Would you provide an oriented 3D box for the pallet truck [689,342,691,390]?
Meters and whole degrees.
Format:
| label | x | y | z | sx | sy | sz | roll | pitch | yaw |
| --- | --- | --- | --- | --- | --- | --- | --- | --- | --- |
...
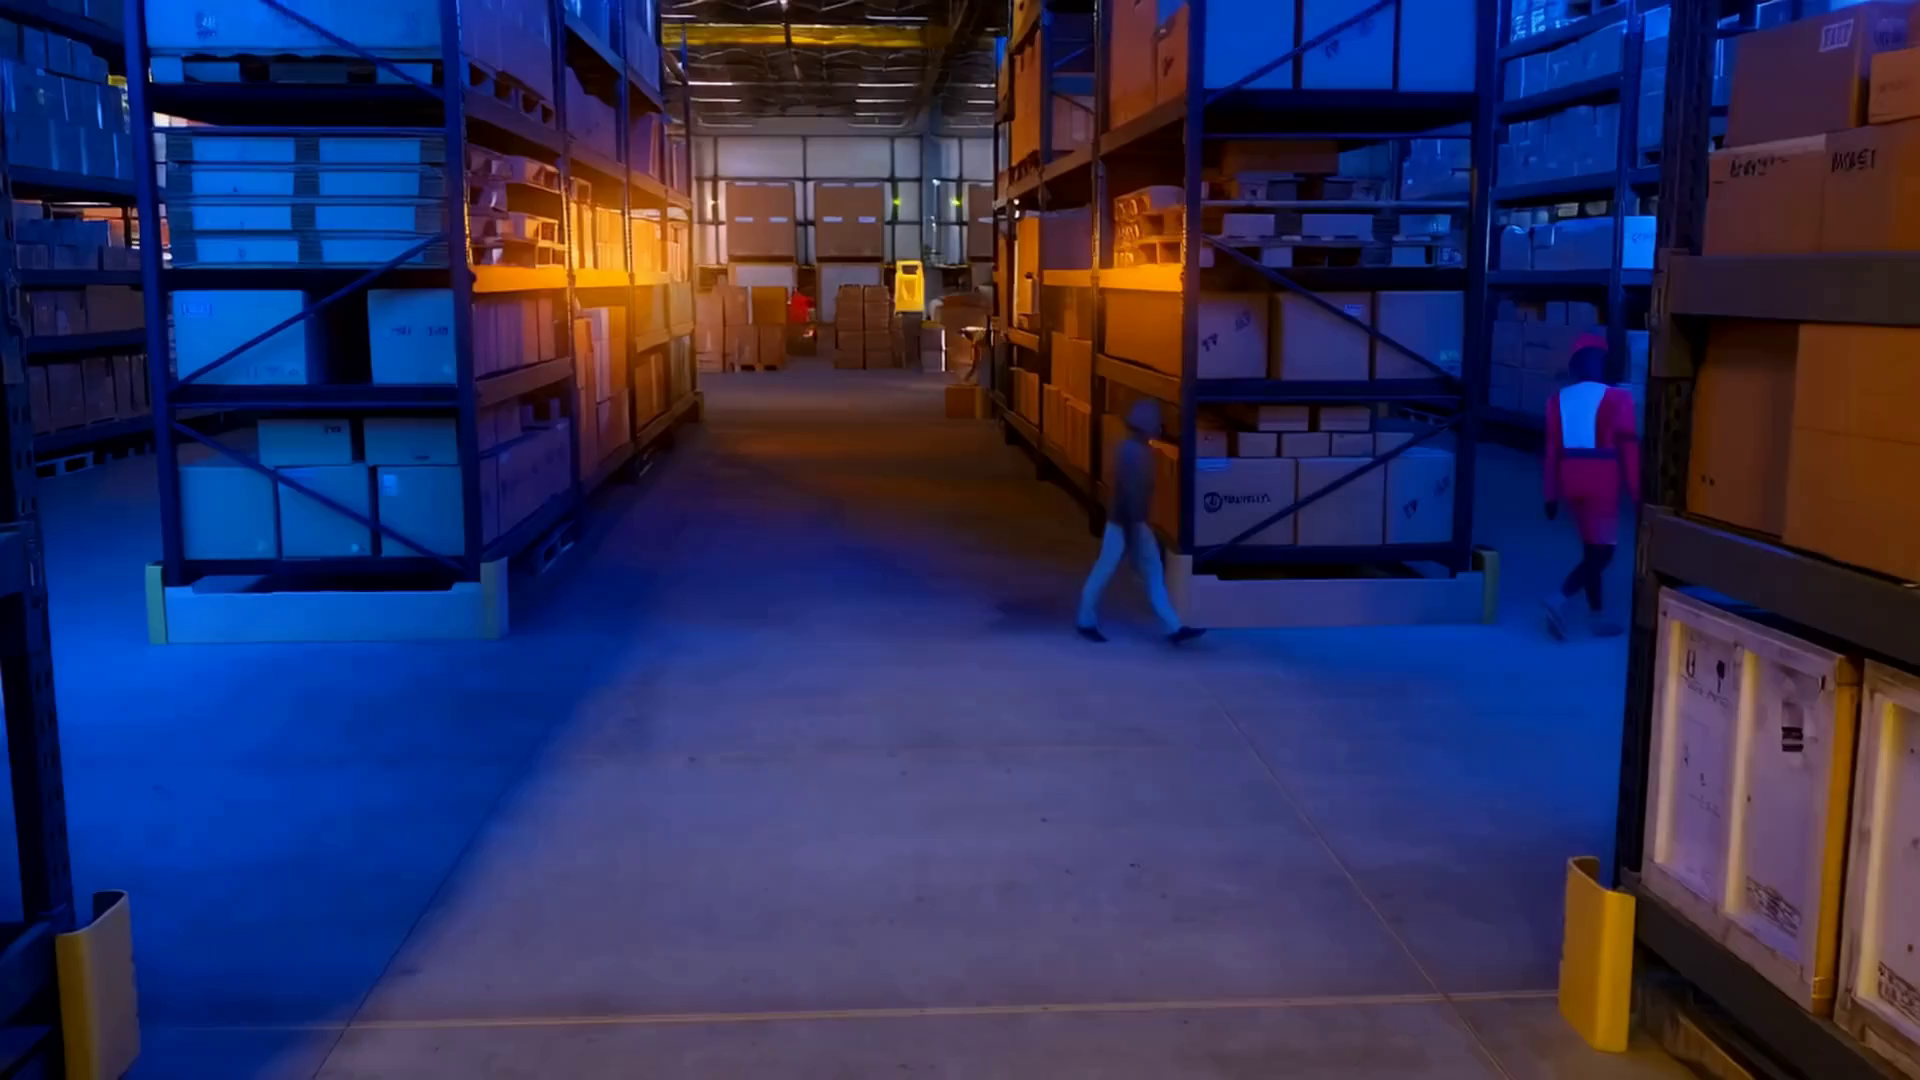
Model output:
| label | x | y | z | sx | sy | sz | roll | pitch | yaw |
| --- | --- | --- | --- | --- | --- | --- | --- | --- | --- |
| pallet truck | -5.225 | -3.008 | 27.480 | 1.885 | 1.965 | 0.823 | 2 | 9 | 14 |

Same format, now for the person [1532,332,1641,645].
| label | x | y | z | sx | sy | sz | roll | pitch | yaw |
| --- | --- | --- | --- | --- | --- | --- | --- | --- | --- |
| person | 3.967 | -0.316 | 10.584 | 0.810 | 1.991 | 0.687 | -6 | 11 | -31 |

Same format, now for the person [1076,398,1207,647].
| label | x | y | z | sx | sy | sz | roll | pitch | yaw |
| --- | --- | --- | --- | --- | --- | --- | --- | --- | --- |
| person | 1.122 | -0.101 | 10.517 | 0.885 | 1.575 | 0.529 | 6 | 11 | 34 |

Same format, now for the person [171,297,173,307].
| label | x | y | z | sx | sy | sz | roll | pitch | yaw |
| --- | --- | --- | --- | --- | --- | --- | --- | --- | --- |
| person | -29.521 | -8.628 | 62.828 | 0.399 | 1.987 | 0.608 | 1 | 9 | 4 |

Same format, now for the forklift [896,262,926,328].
| label | x | y | z | sx | sy | sz | roll | pitch | yaw |
| --- | --- | --- | --- | --- | --- | --- | --- | --- | --- |
| forklift | -1.780 | -8.547 | 59.499 | 1.129 | 2.768 | 1.873 | -1 | 9 | -4 |

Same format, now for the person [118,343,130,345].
| label | x | y | z | sx | sy | sz | roll | pitch | yaw |
| --- | --- | --- | --- | --- | --- | --- | --- | --- | --- |
| person | -13.801 | -2.829 | 27.349 | 0.551 | 1.681 | 0.434 | 3 | 10 | 19 |

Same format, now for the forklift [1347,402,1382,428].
| label | x | y | z | sx | sy | sz | roll | pitch | yaw |
| --- | --- | --- | --- | --- | --- | --- | --- | --- | --- |
| forklift | 4.653 | -2.508 | 21.581 | 1.129 | 2.768 | 1.873 | 8 | 12 | 40 |

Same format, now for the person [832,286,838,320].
| label | x | y | z | sx | sy | sz | roll | pitch | yaw |
| --- | --- | --- | --- | --- | --- | --- | --- | --- | --- |
| person | -4.572 | -8.624 | 62.929 | 0.553 | 1.935 | 0.364 | 2 | 9 | 9 |
